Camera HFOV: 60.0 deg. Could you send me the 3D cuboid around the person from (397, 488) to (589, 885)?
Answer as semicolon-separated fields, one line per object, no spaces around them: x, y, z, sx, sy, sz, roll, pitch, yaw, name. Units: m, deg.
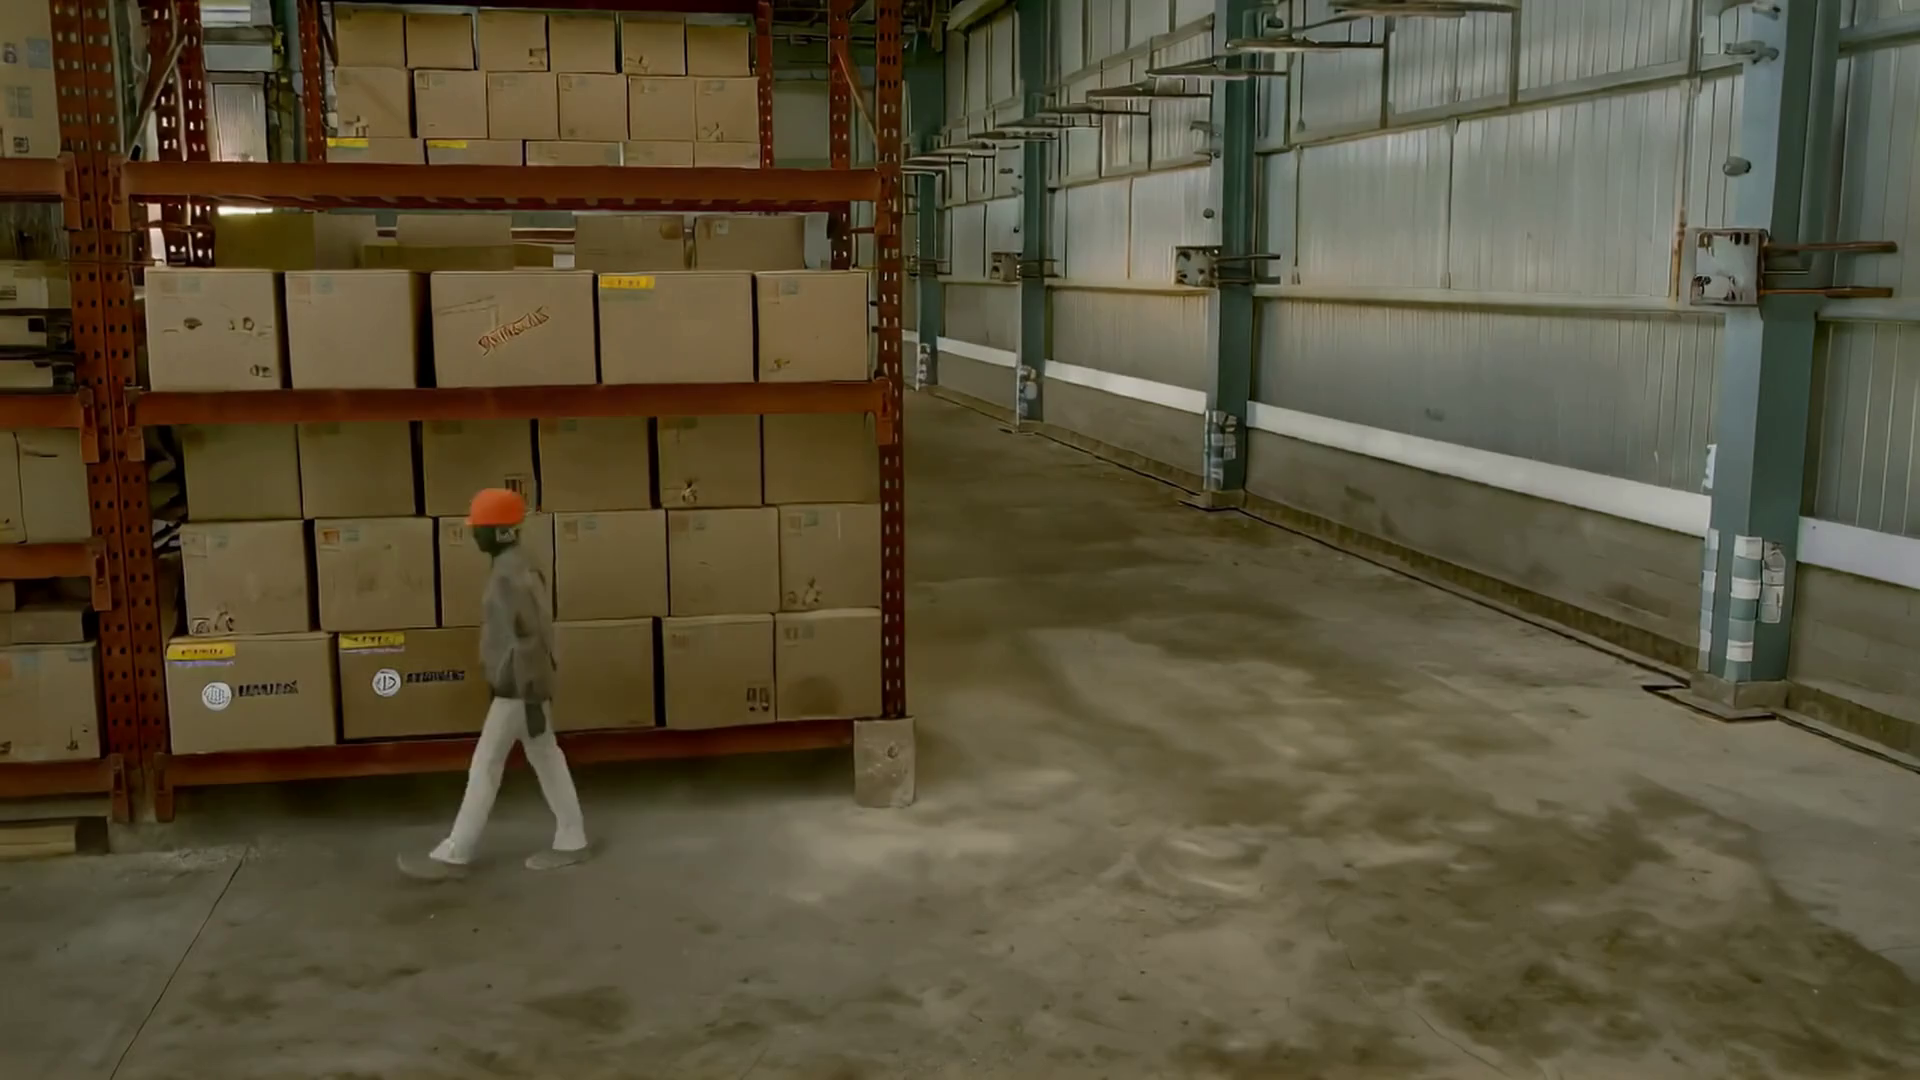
-2.321;0.722;8.192;0.978;1.952;0.657;-2;10;-12;person
